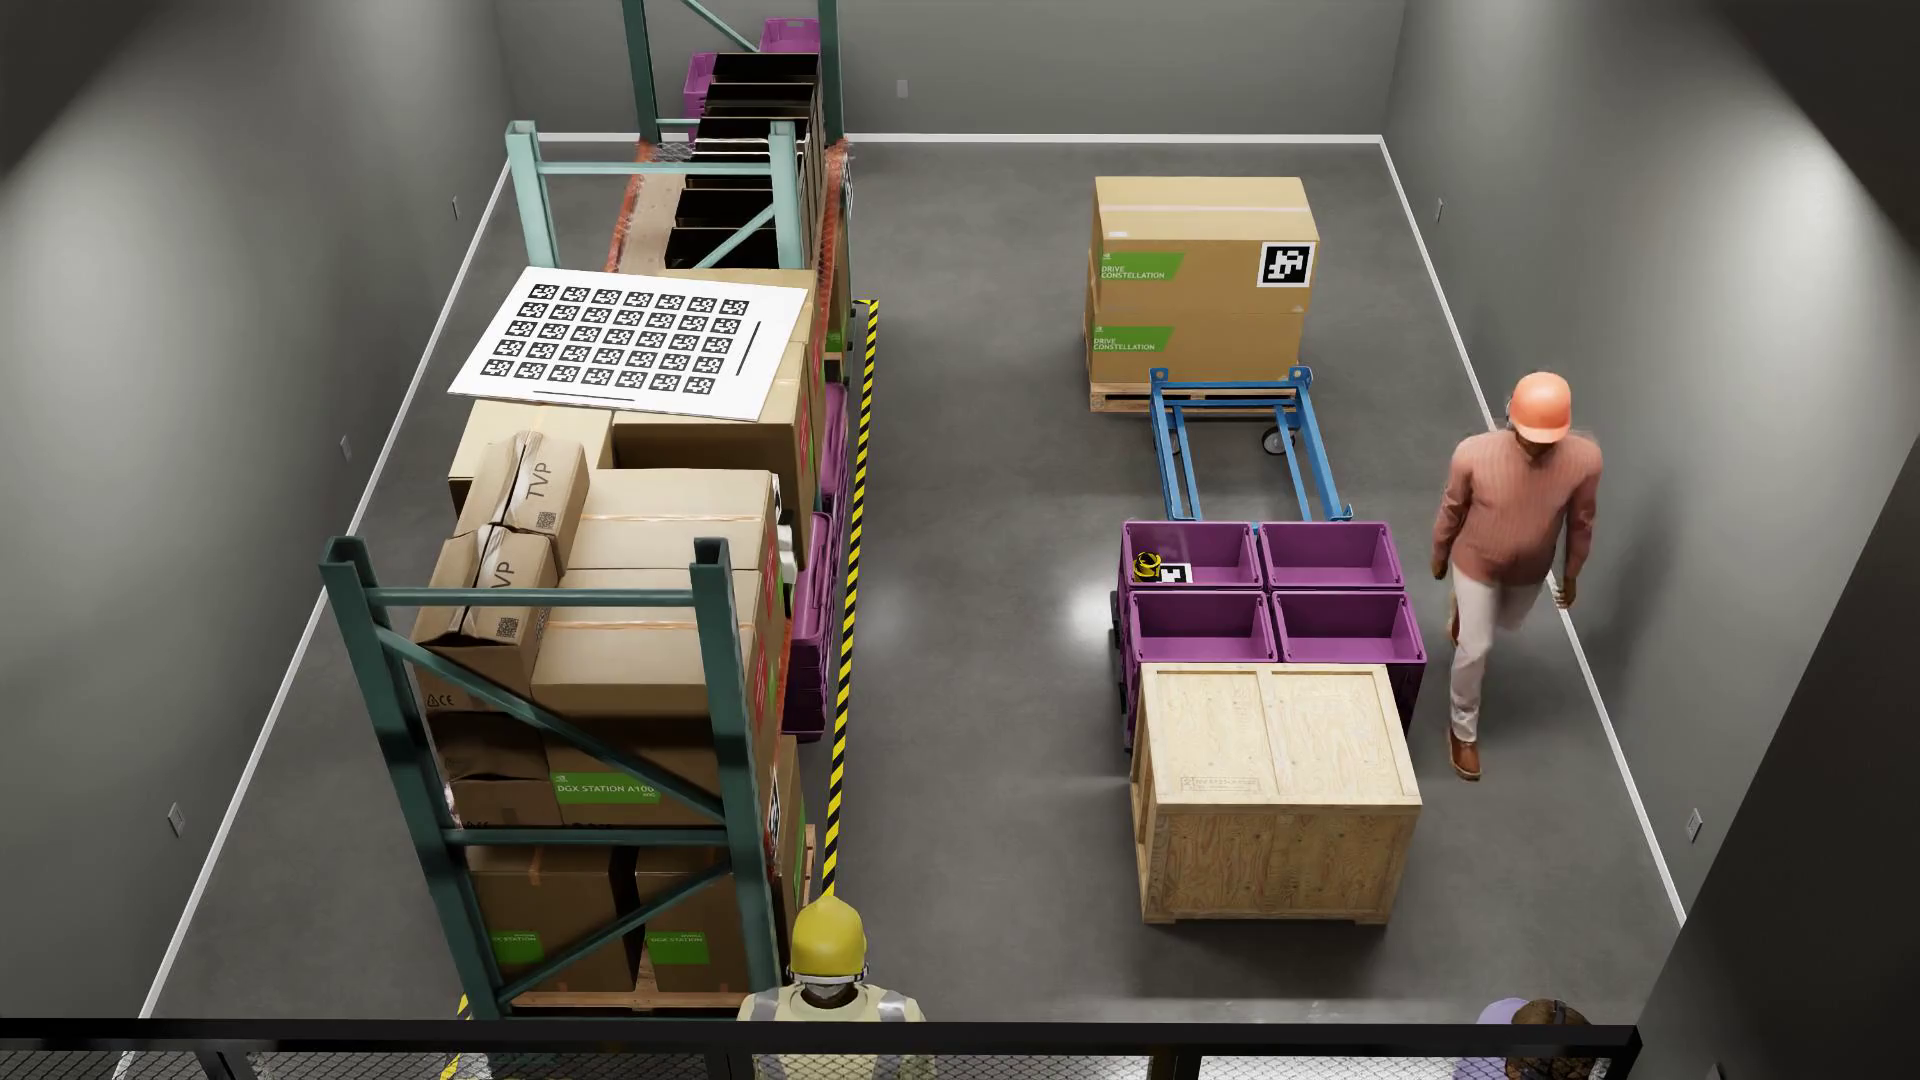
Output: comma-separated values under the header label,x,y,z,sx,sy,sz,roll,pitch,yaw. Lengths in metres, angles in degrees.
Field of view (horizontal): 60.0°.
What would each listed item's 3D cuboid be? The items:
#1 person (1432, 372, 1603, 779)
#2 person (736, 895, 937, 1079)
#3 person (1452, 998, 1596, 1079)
label,x,y,z,sx,sy,sz,roll,pitch,yaw
person,2.301,0.016,7.083,0.620,1.957,0.918,0,41,0
person,-0.371,1.748,5.205,0.603,1.823,0.404,0,41,0
person,1.531,1.943,4.897,0.364,1.939,0.636,11,42,12
